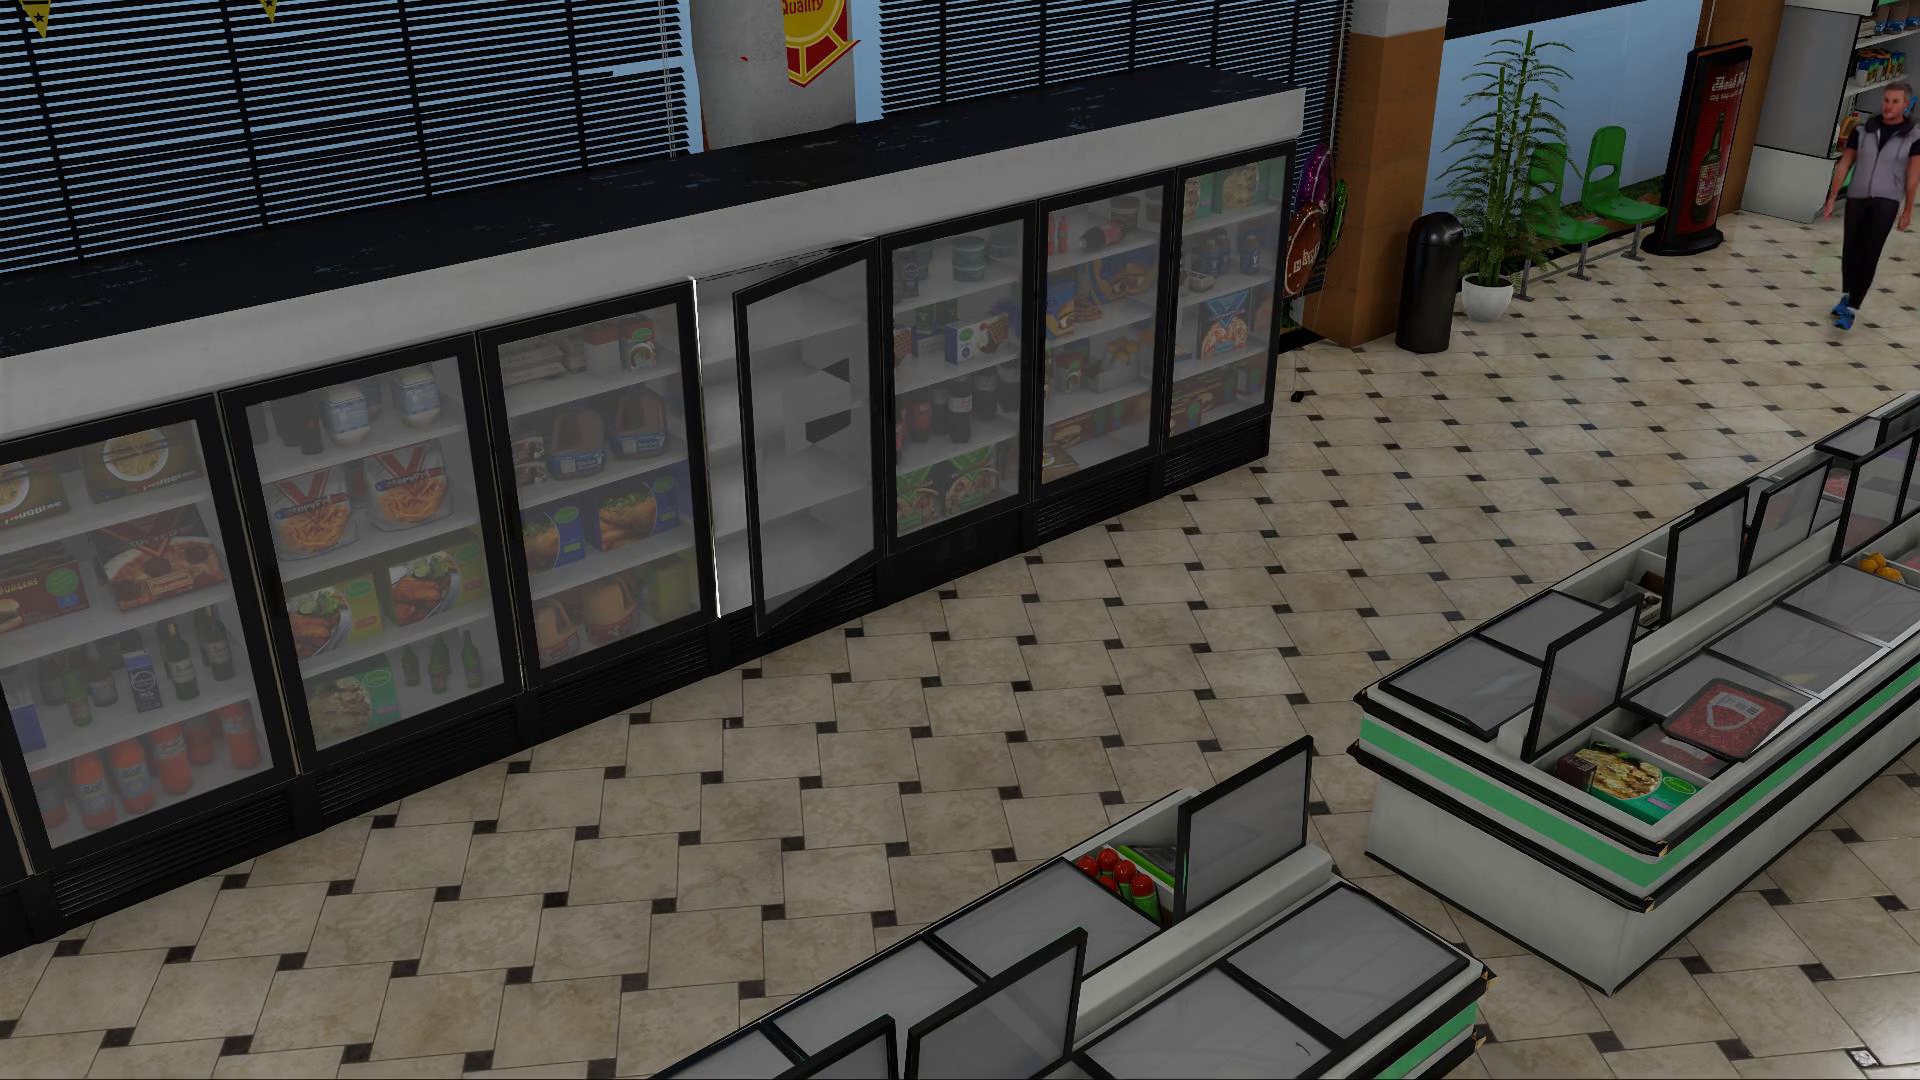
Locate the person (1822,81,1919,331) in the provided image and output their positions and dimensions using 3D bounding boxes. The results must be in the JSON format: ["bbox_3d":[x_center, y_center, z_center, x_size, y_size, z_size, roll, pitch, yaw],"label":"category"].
[{"bbox_3d":[6.843,-2.511,12.437,0.764,1.794,1.018,24,35,39],"label":"person"}]
